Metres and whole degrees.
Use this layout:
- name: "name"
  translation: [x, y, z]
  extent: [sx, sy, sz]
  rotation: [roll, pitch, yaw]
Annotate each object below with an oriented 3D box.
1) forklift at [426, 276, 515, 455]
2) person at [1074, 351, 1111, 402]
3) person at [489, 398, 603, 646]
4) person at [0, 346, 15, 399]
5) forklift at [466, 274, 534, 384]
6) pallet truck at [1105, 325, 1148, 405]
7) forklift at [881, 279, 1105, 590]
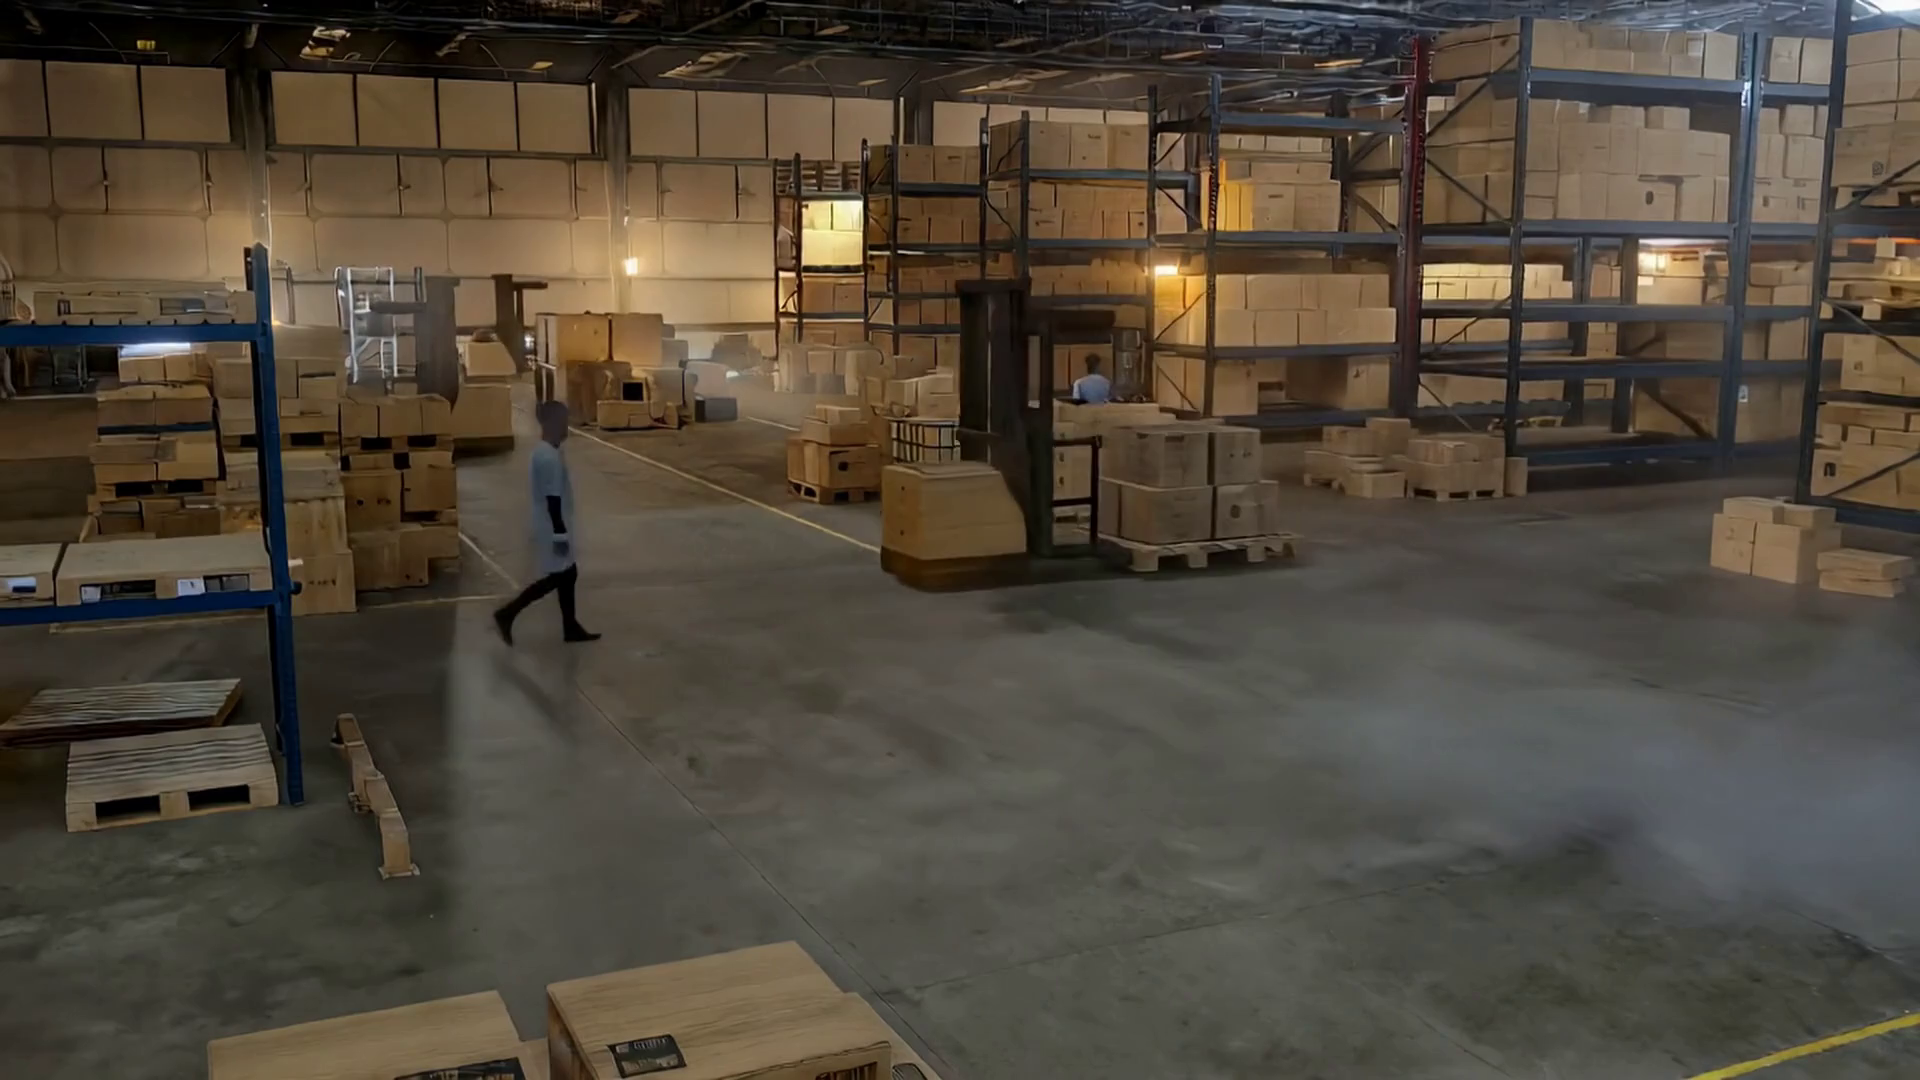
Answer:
- name: "forklift"
  translation: [-8.069, -2.737, 26.069]
  extent: [1.873, 2.768, 1.129]
  rotation: [-4, 10, -25]
- name: "person"
  translation: [1.698, -1.557, 21.913]
  extent: [0.554, 1.852, 0.642]
  rotation: [-3, 10, -16]
- name: "person"
  translation: [-3.178, -0.112, 12.683]
  extent: [0.773, 1.945, 0.620]
  rotation: [-2, 9, -13]
- name: "person"
  translation: [-22.108, -4.200, 38.170]
  extent: [0.652, 1.901, 0.882]
  rotation: [-7, 11, -37]
- name: "forklift"
  translation: [-11.574, -5.352, 42.293]
  extent: [1.873, 2.768, 1.129]
  rotation: [-4, 10, -25]
- name: "pallet truck"
  translation: [2.881, -2.596, 27.923]
  extent: [0.823, 1.965, 1.885]
  rotation: [-1, 9, -7]
- name: "forklift"
  translation: [0.283, -1.039, 15.536]
  extent: [1.873, 2.768, 1.129]
  rotation: [-4, 10, -25]
